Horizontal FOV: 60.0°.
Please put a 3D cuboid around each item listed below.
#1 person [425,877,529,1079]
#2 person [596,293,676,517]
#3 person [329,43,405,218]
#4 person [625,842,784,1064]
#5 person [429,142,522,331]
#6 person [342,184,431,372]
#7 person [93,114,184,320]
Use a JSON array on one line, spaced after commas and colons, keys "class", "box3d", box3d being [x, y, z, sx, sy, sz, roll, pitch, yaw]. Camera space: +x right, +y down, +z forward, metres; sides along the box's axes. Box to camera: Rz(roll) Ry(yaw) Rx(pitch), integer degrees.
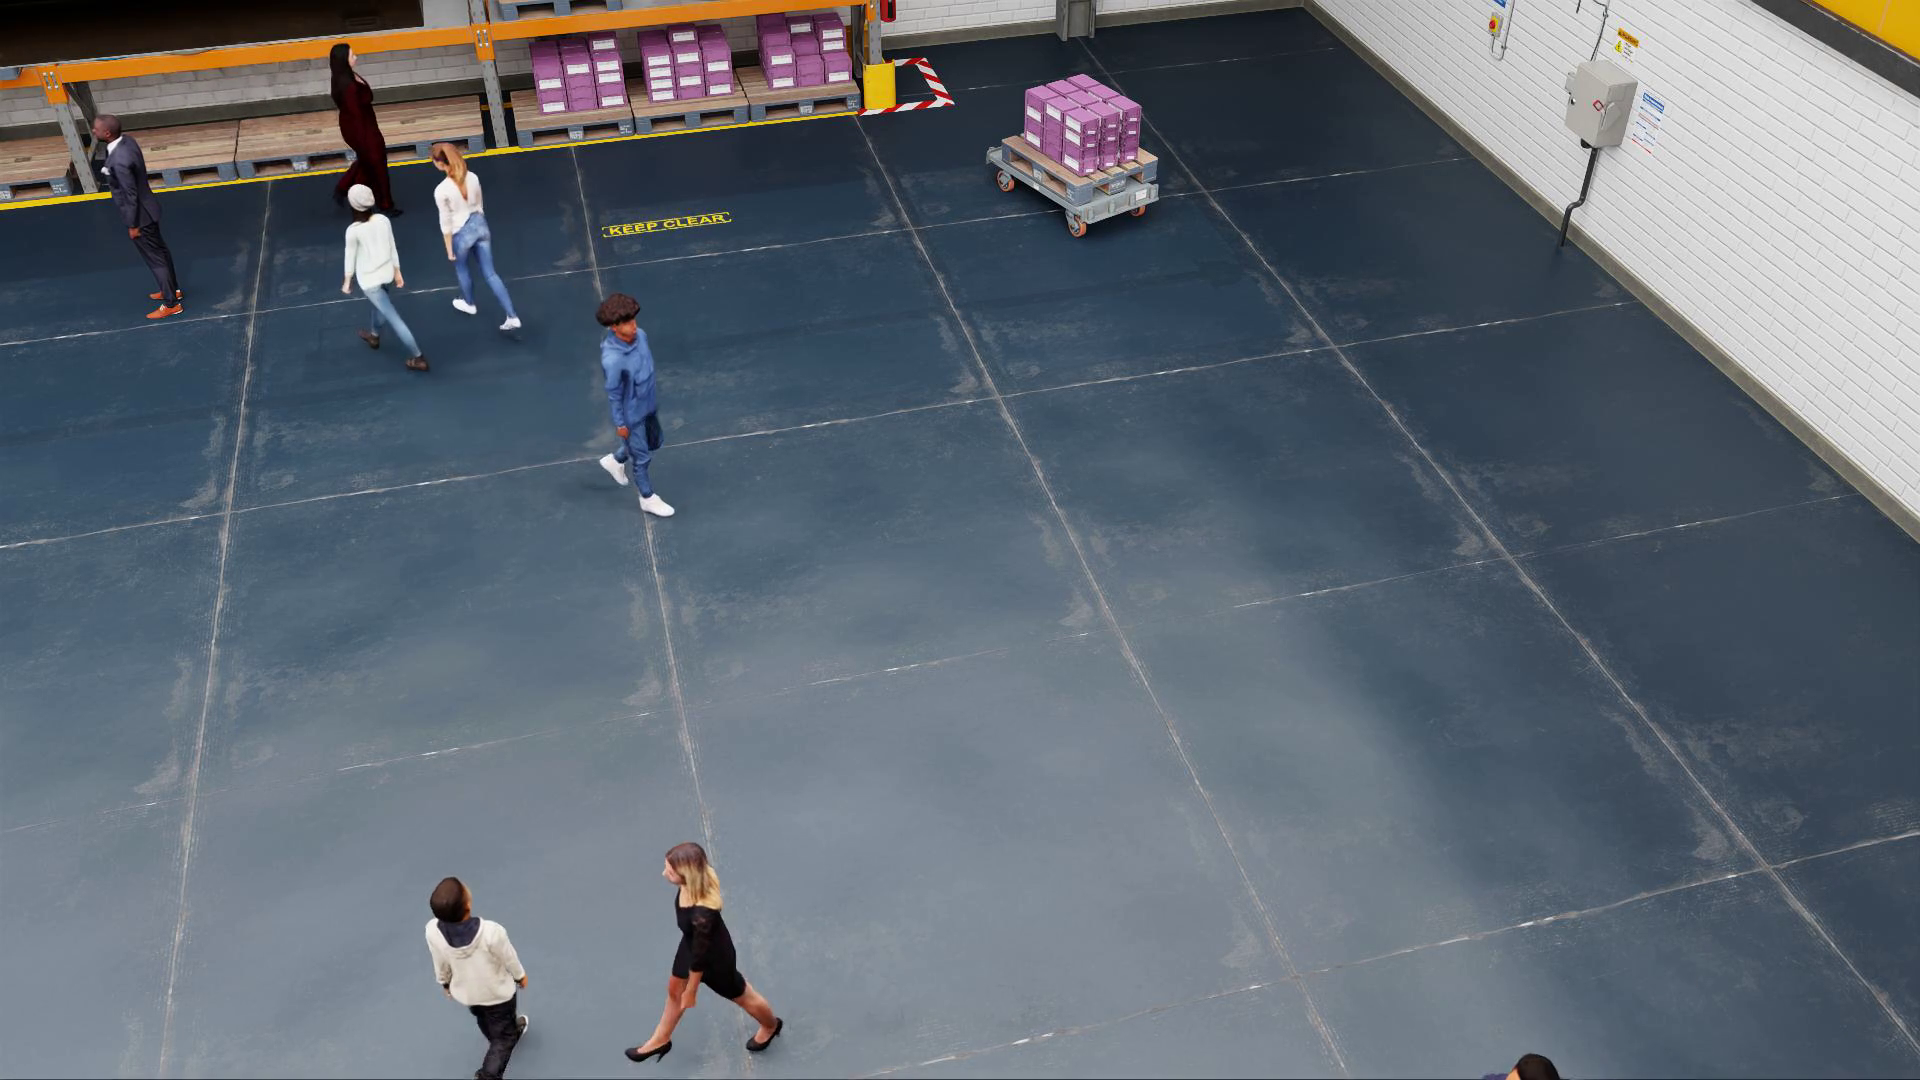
[{"class": "person", "box3d": [-2.383, 2.248, 8.223, 0.932, 1.441, 0.904, 8, 39, 10]}, {"class": "person", "box3d": [-2.418, -0.989, 11.988, 1.029, 1.801, 0.940, 14, 41, 16]}, {"class": "person", "box3d": [-5.677, -3.786, 15.538, 0.915, 1.743, 0.789, -19, 42, -22]}, {"class": "person", "box3d": [-1.149, 2.072, 8.292, 1.047, 1.631, 0.613, -12, 40, -15]}, {"class": "person", "box3d": [-4.052, -2.507, 13.978, 1.089, 1.691, 1.145, 30, 47, 32]}, {"class": "person", "box3d": [-4.684, -2.087, 13.527, 1.120, 1.598, 1.076, 21, 43, 24]}, {"class": "person", "box3d": [-7.015, -2.791, 14.227, 0.579, 1.824, 0.678, -9, 39, -11]}]
